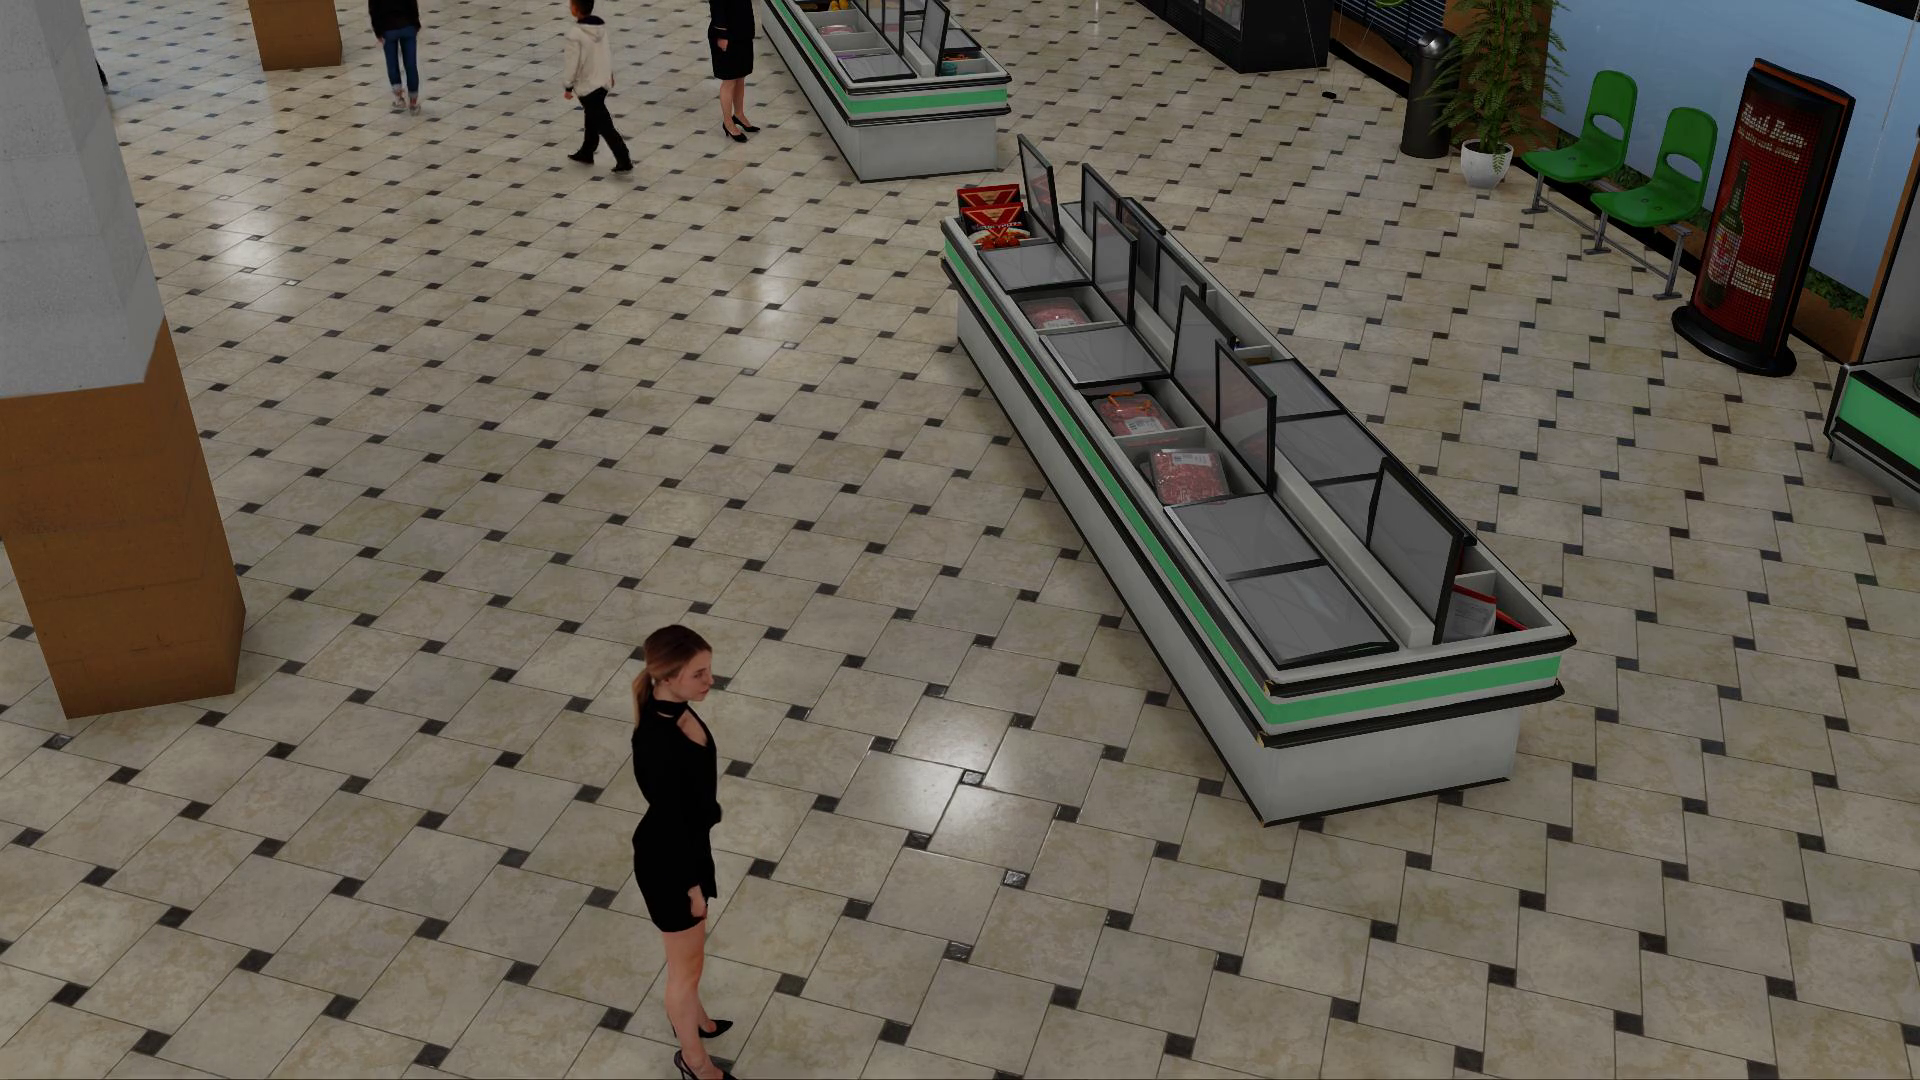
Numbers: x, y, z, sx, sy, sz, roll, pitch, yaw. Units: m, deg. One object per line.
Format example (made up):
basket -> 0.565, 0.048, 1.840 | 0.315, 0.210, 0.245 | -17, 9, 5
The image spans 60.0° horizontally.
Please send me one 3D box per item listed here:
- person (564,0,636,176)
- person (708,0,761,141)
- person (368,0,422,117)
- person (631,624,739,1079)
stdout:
person -> -2.789, -3.510, 12.861 | 1.011, 1.427, 0.972 | 16, 35, 23
person -> -1.877, -4.150, 13.659 | 0.864, 1.671, 0.775 | 12, 34, 18
person -> -4.787, -4.360, 14.187 | 0.597, 1.469, 0.635 | -12, 34, -18
person -> -0.876, 1.013, 5.269 | 0.652, 1.768, 0.495 | -4, 32, -7
